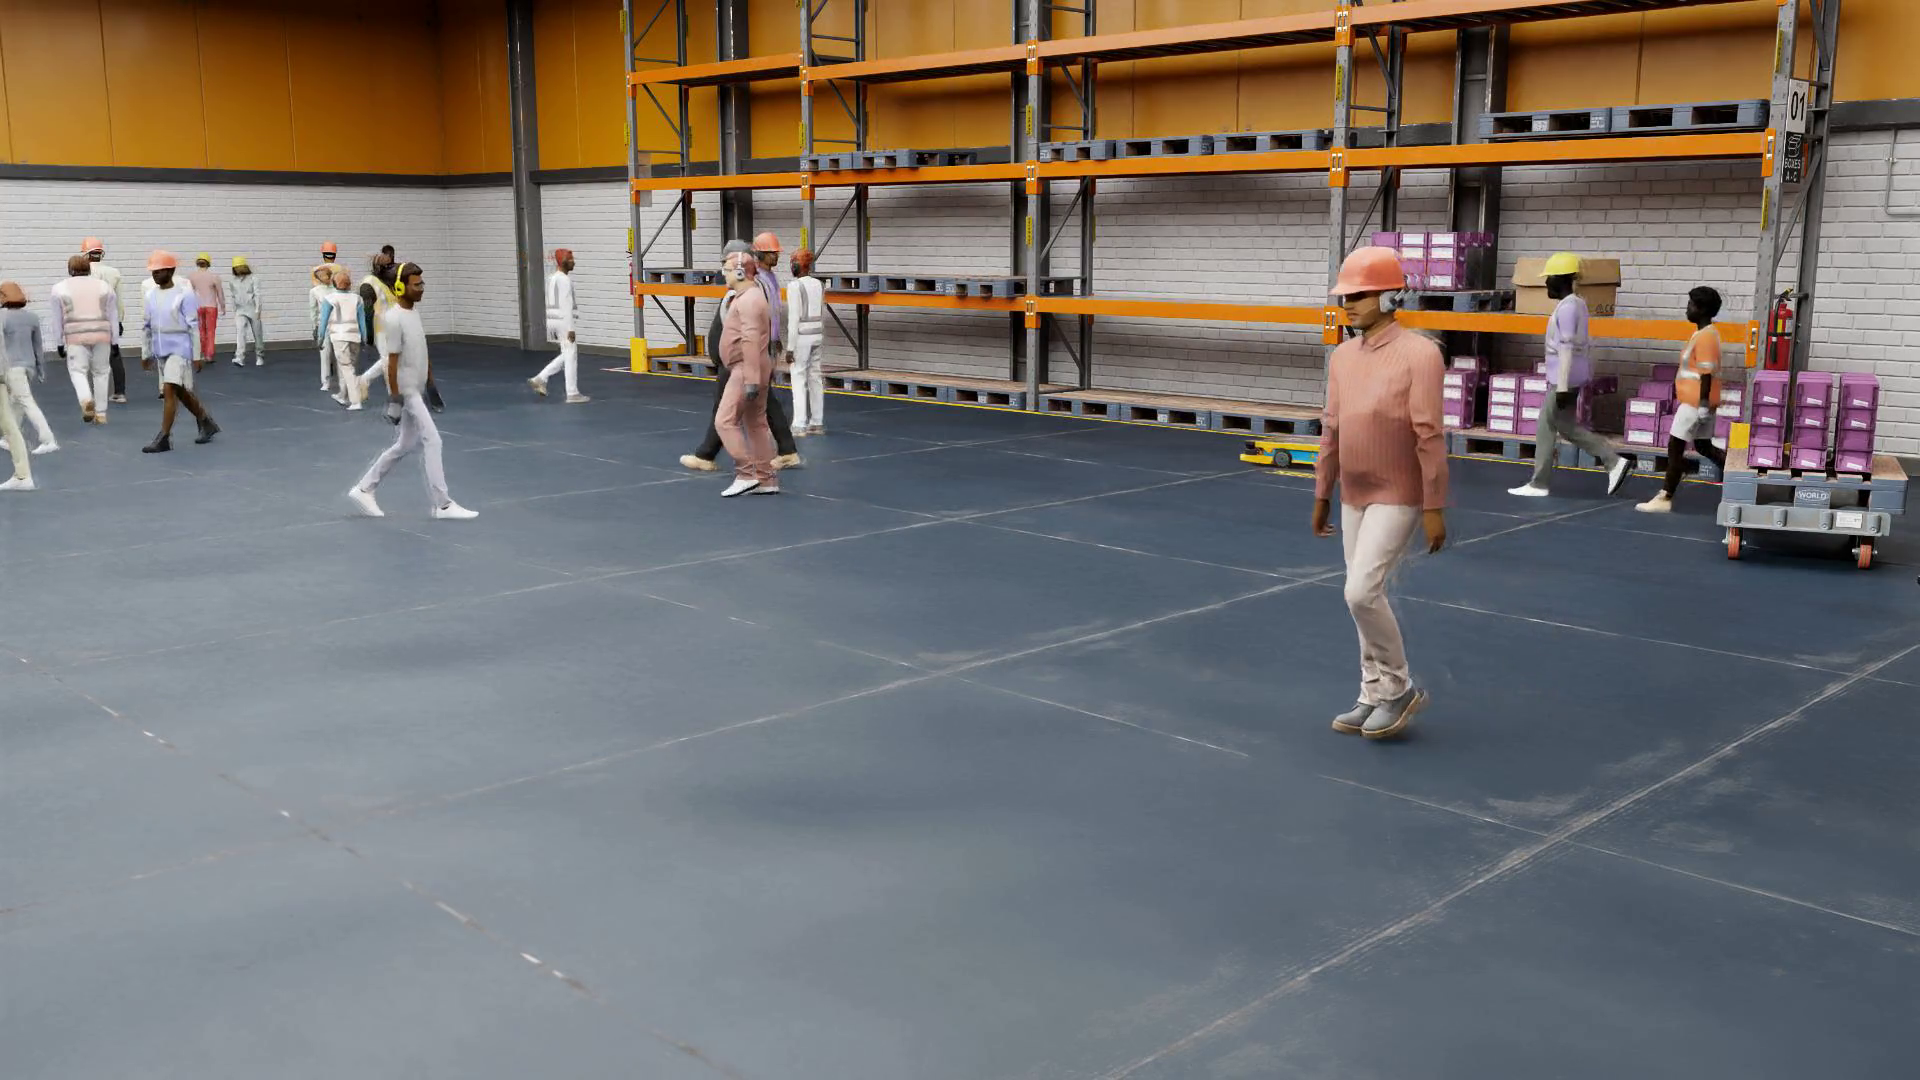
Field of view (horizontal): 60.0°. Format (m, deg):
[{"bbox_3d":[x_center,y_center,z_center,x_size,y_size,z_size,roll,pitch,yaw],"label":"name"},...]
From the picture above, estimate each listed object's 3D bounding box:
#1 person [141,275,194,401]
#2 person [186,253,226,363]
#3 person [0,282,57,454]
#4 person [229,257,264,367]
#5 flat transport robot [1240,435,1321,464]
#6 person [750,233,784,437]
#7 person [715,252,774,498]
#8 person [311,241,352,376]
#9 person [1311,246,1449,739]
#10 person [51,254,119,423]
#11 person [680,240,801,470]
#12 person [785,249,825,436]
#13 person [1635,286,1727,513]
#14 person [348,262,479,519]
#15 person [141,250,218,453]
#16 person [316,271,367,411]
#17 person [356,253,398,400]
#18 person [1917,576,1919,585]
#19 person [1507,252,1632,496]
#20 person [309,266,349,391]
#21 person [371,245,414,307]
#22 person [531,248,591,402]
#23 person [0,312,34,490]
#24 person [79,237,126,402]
[{"bbox_3d":[-9.678,-2.614,20.368,0.595,1.832,0.404,-7,13,-34],"label":"person"},{"bbox_3d":[-11.998,-3.699,26.547,0.538,1.743,0.763,-1,10,-7],"label":"person"},{"bbox_3d":[-8.778,-1.595,15.473,0.847,1.588,0.515,3,11,15],"label":"person"},{"bbox_3d":[-11.007,-3.507,25.626,0.496,1.683,0.945,-1,10,-4],"label":"person"},{"bbox_3d":[3.247,-0.767,14.554,1.431,0.197,0.652,7,12,33],"label":"flat transport robot"},{"bbox_3d":[-1.948,-2.068,16.810,0.382,2.045,0.605,3,11,15],"label":"person"},{"bbox_3d":[-1.702,-1.267,12.854,0.560,1.888,0.682,-1,10,-3],"label":"person"},{"bbox_3d":[-9.081,-3.347,24.076,0.552,1.937,0.356,-7,12,-32],"label":"person"},{"bbox_3d":[1.647,-0.171,6.644,0.462,1.974,0.661,-5,11,-24],"label":"person"},{"bbox_3d":[-9.281,-2.118,17.709,0.639,1.828,0.633,-7,13,-34],"label":"person"},{"bbox_3d":[-1.871,-1.605,14.295,1.050,2.000,0.693,2,11,9],"label":"person"},{"bbox_3d":[-1.618,-1.990,16.856,0.466,1.881,0.603,6,12,30],"label":"person"},{"bbox_3d":[5.410,-1.004,12.035,0.798,1.667,0.538,4,11,22],"label":"person"},{"bbox_3d":[-3.955,-1.050,11.842,0.901,1.833,0.513,-1,10,-5],"label":"person"},{"bbox_3d":[-7.475,-1.810,15.830,0.560,1.897,0.984,3,11,18],"label":"person"},{"bbox_3d":[-7.212,-2.310,19.352,0.836,1.600,0.518,7,13,35],"label":"person"},{"bbox_3d":[-6.932,-2.511,19.864,0.758,1.815,0.617,3,11,14],"label":"person"},{"bbox_3d":[5.826,-0.574,9.137,0.945,1.861,0.667,-4,11,-20],"label":"person"},{"bbox_3d":[4.731,-1.251,12.778,0.814,1.899,0.596,5,11,23],"label":"person"},{"bbox_3d":[-8.220,-2.752,21.774,0.537,1.645,0.342,-4,11,-23],"label":"person"},{"bbox_3d":[-8.962,-3.711,26.240,0.592,1.883,0.982,-8,13,-36],"label":"person"},{"bbox_3d":[-4.844,-2.586,20.121,0.593,1.871,0.585,-5,11,-25],"label":"person"},{"bbox_3d":[-7.778,-1.291,13.126,0.786,1.837,0.544,-1,10,-4],"label":"person"},{"bbox_3d":[-10.375,-2.635,20.034,0.396,1.991,0.639,5,12,26],"label":"person"}]
